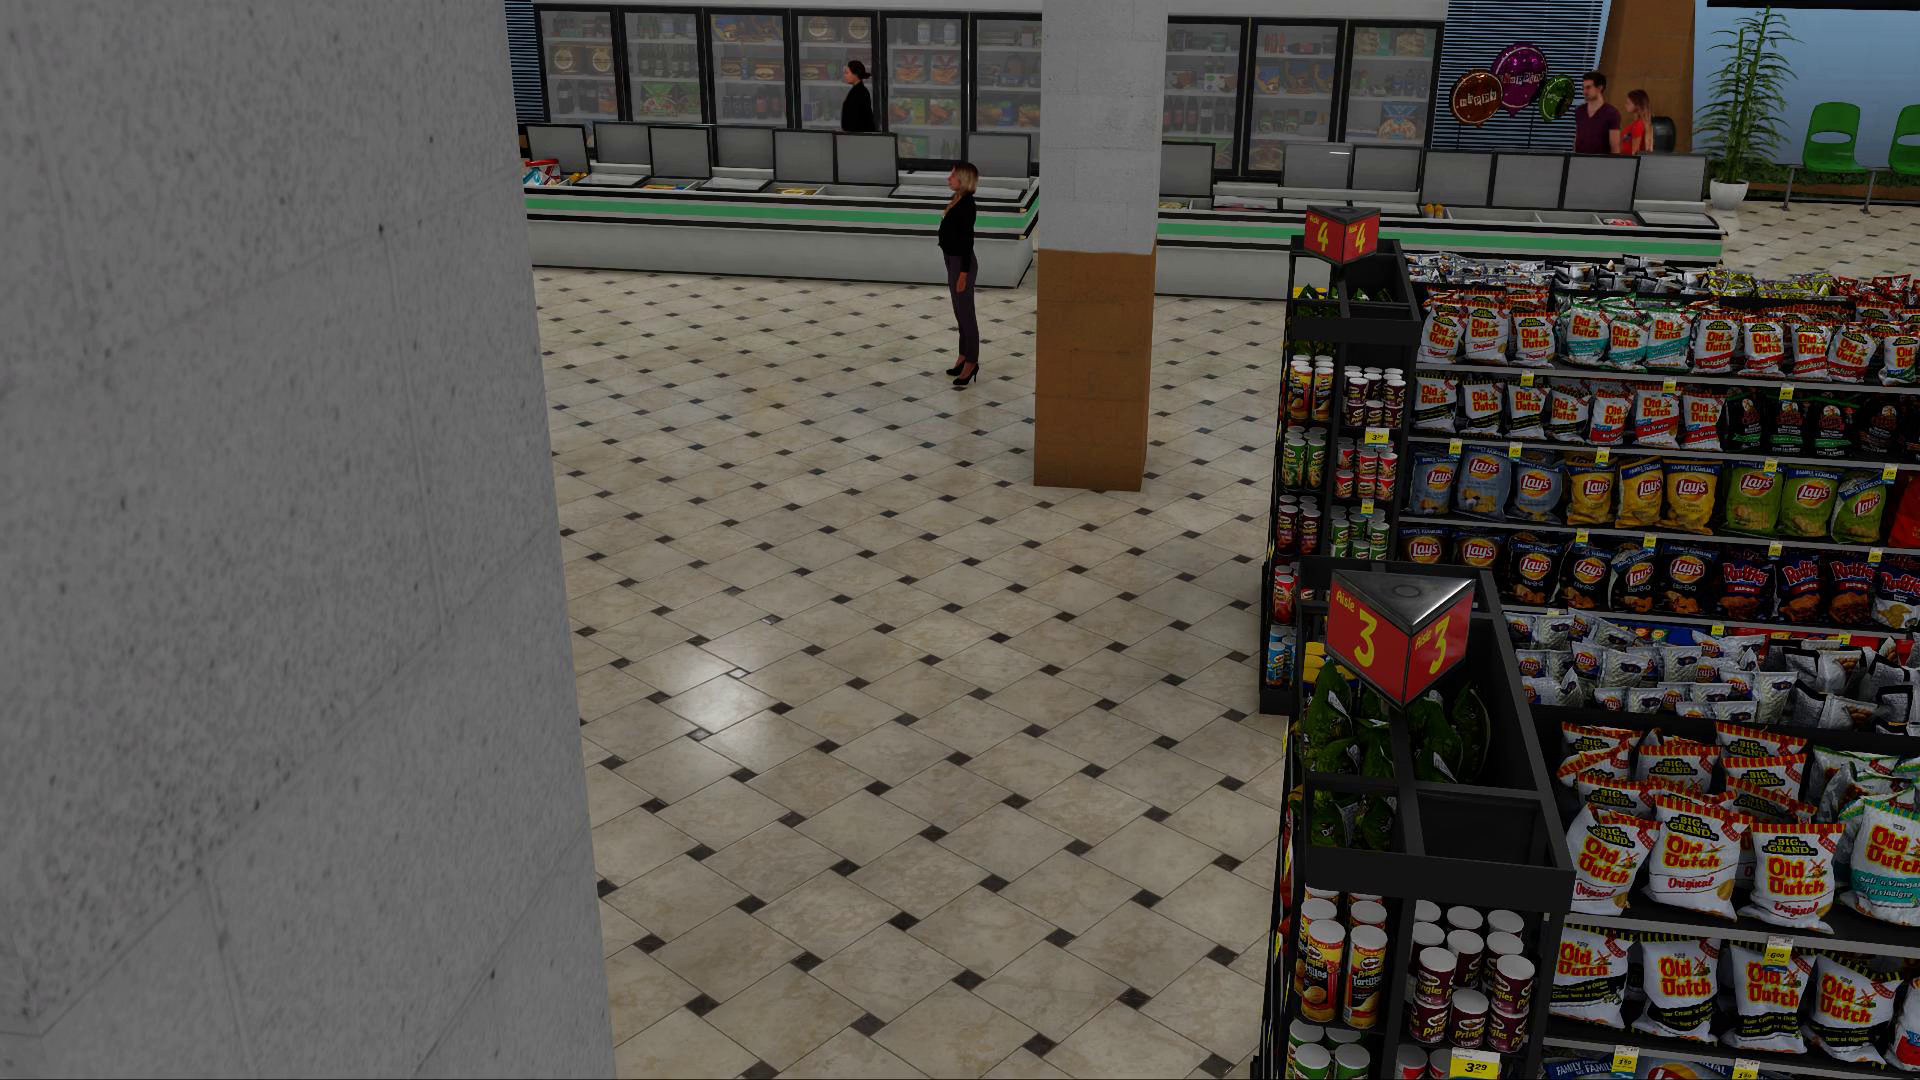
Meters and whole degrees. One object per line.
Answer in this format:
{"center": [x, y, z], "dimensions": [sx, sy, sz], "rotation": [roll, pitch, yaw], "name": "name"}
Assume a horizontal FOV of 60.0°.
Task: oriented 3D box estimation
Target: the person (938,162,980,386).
{"center": [0.029, -2.007, 12.516], "dimensions": [0.627, 1.672, 0.655], "rotation": [-4, 24, -8], "name": "person"}

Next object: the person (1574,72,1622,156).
{"center": [6.007, -3.448, 15.660], "dimensions": [1.310, 1.789, 1.244], "rotation": [-17, 29, -34], "name": "person"}

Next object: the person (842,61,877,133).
{"center": [-0.951, -4.071, 17.231], "dimensions": [1.035, 1.671, 0.628], "rotation": [4, 24, 8], "name": "person"}

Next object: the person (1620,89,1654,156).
{"center": [6.667, -3.576, 16.250], "dimensions": [1.118, 1.552, 0.889], "rotation": [17, 29, 34], "name": "person"}
